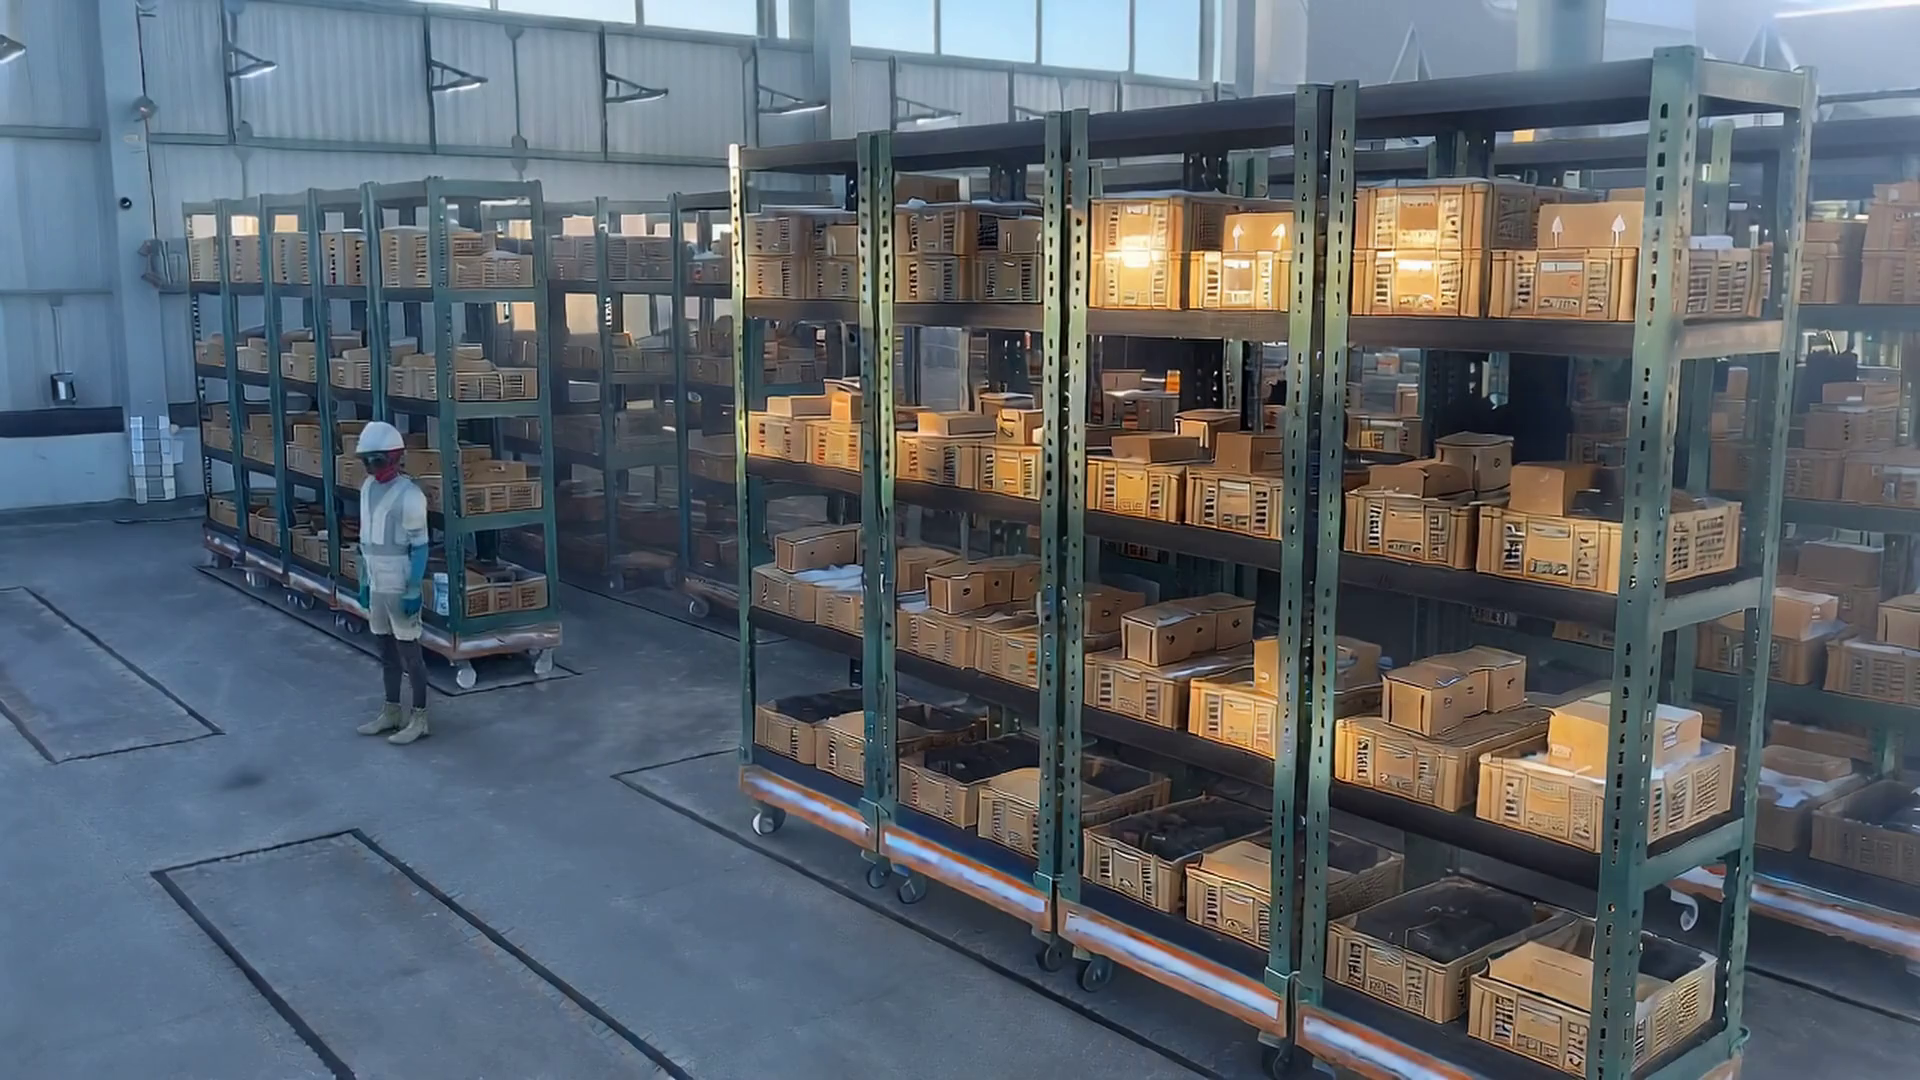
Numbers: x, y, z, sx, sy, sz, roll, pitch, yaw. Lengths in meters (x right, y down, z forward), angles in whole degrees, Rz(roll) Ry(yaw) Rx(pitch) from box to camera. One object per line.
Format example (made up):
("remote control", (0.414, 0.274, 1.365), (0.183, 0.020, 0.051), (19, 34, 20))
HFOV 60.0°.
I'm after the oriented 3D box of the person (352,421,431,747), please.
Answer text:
("person", (-3.588, 0.273, 10.454), (0.608, 2.044, 0.376), (7, 12, 36))
